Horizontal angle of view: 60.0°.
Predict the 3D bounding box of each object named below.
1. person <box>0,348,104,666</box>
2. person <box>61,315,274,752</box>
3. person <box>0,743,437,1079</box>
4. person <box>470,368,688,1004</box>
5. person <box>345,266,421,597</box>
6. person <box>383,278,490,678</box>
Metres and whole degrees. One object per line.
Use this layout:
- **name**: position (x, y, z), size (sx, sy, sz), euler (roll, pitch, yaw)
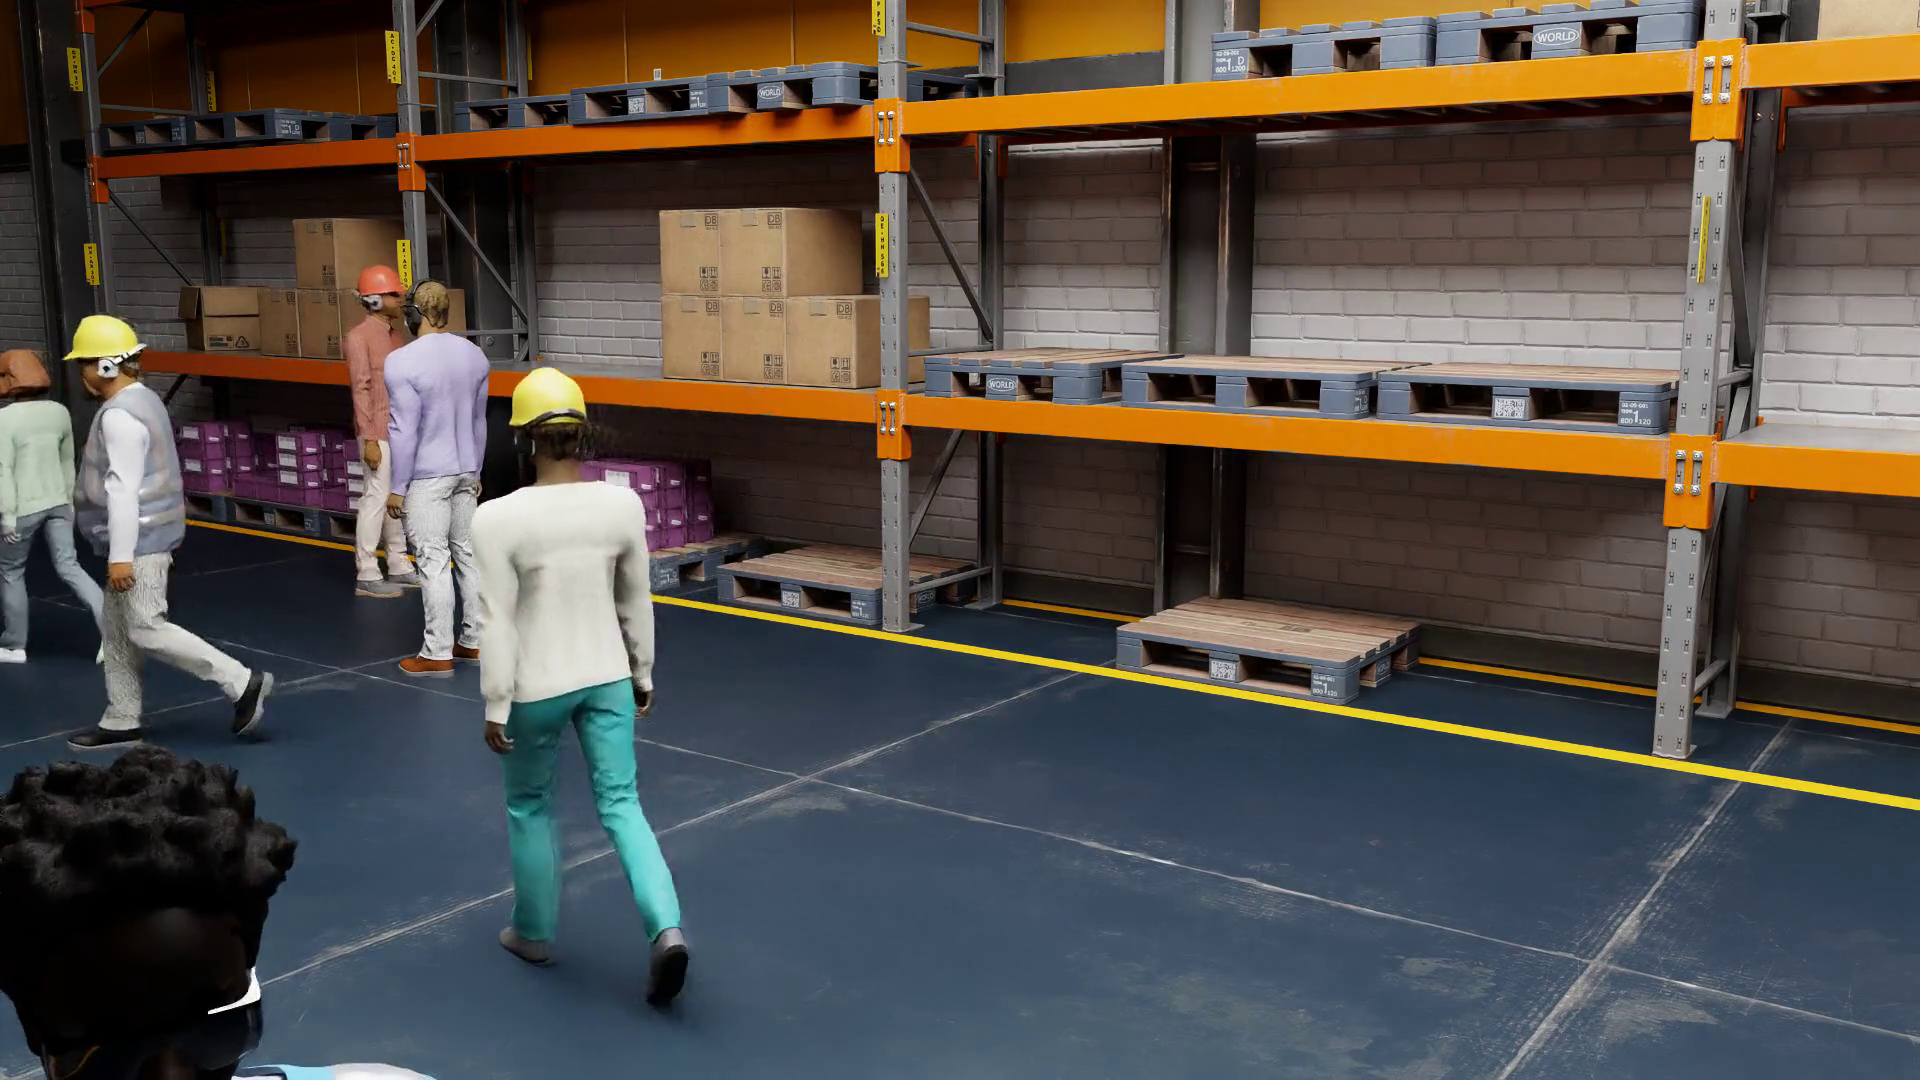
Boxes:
- **person**: position (-4.548, -0.155, 8.273), size (0.794, 1.599, 0.510), euler (3, 10, 18)
- **person**: position (-3.304, -0.019, 6.838), size (0.740, 1.811, 0.602), euler (-4, 10, -20)
- **person**: position (-0.583, 0.972, 1.269), size (0.540, 1.696, 0.317), euler (-8, 12, -39)
- **person**: position (-1.047, 0.401, 4.569), size (0.533, 1.741, 0.808), euler (-7, 12, -37)
- **person**: position (-3.486, -0.649, 10.092), size (0.491, 1.993, 0.625), euler (1, 10, 5)
- **person**: position (-2.551, -0.298, 8.118), size (0.372, 1.940, 0.632), euler (4, 10, 25)
